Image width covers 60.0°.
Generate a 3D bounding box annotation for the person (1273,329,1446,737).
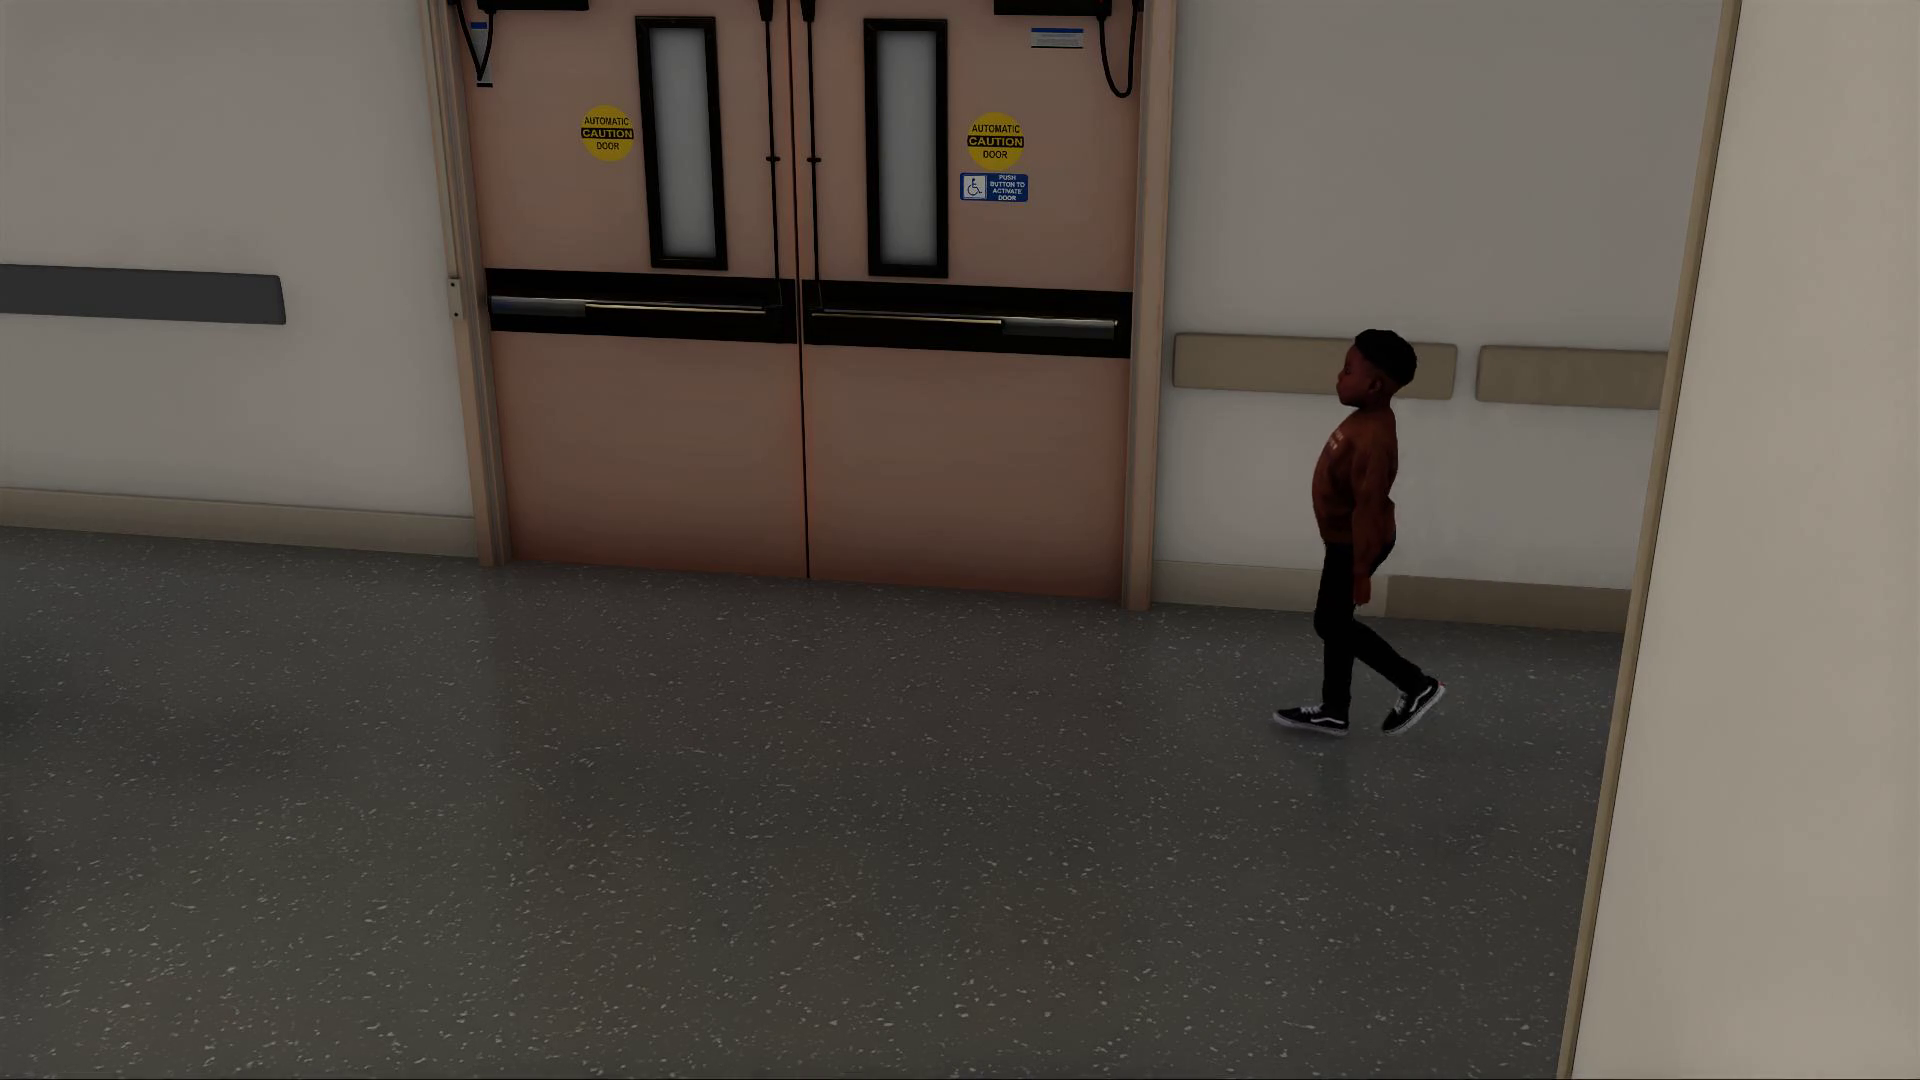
[{"bbox_3d":[1.197,0.013,4.790,0.719,1.245,0.554,5,21,14],"label":"person"}]
